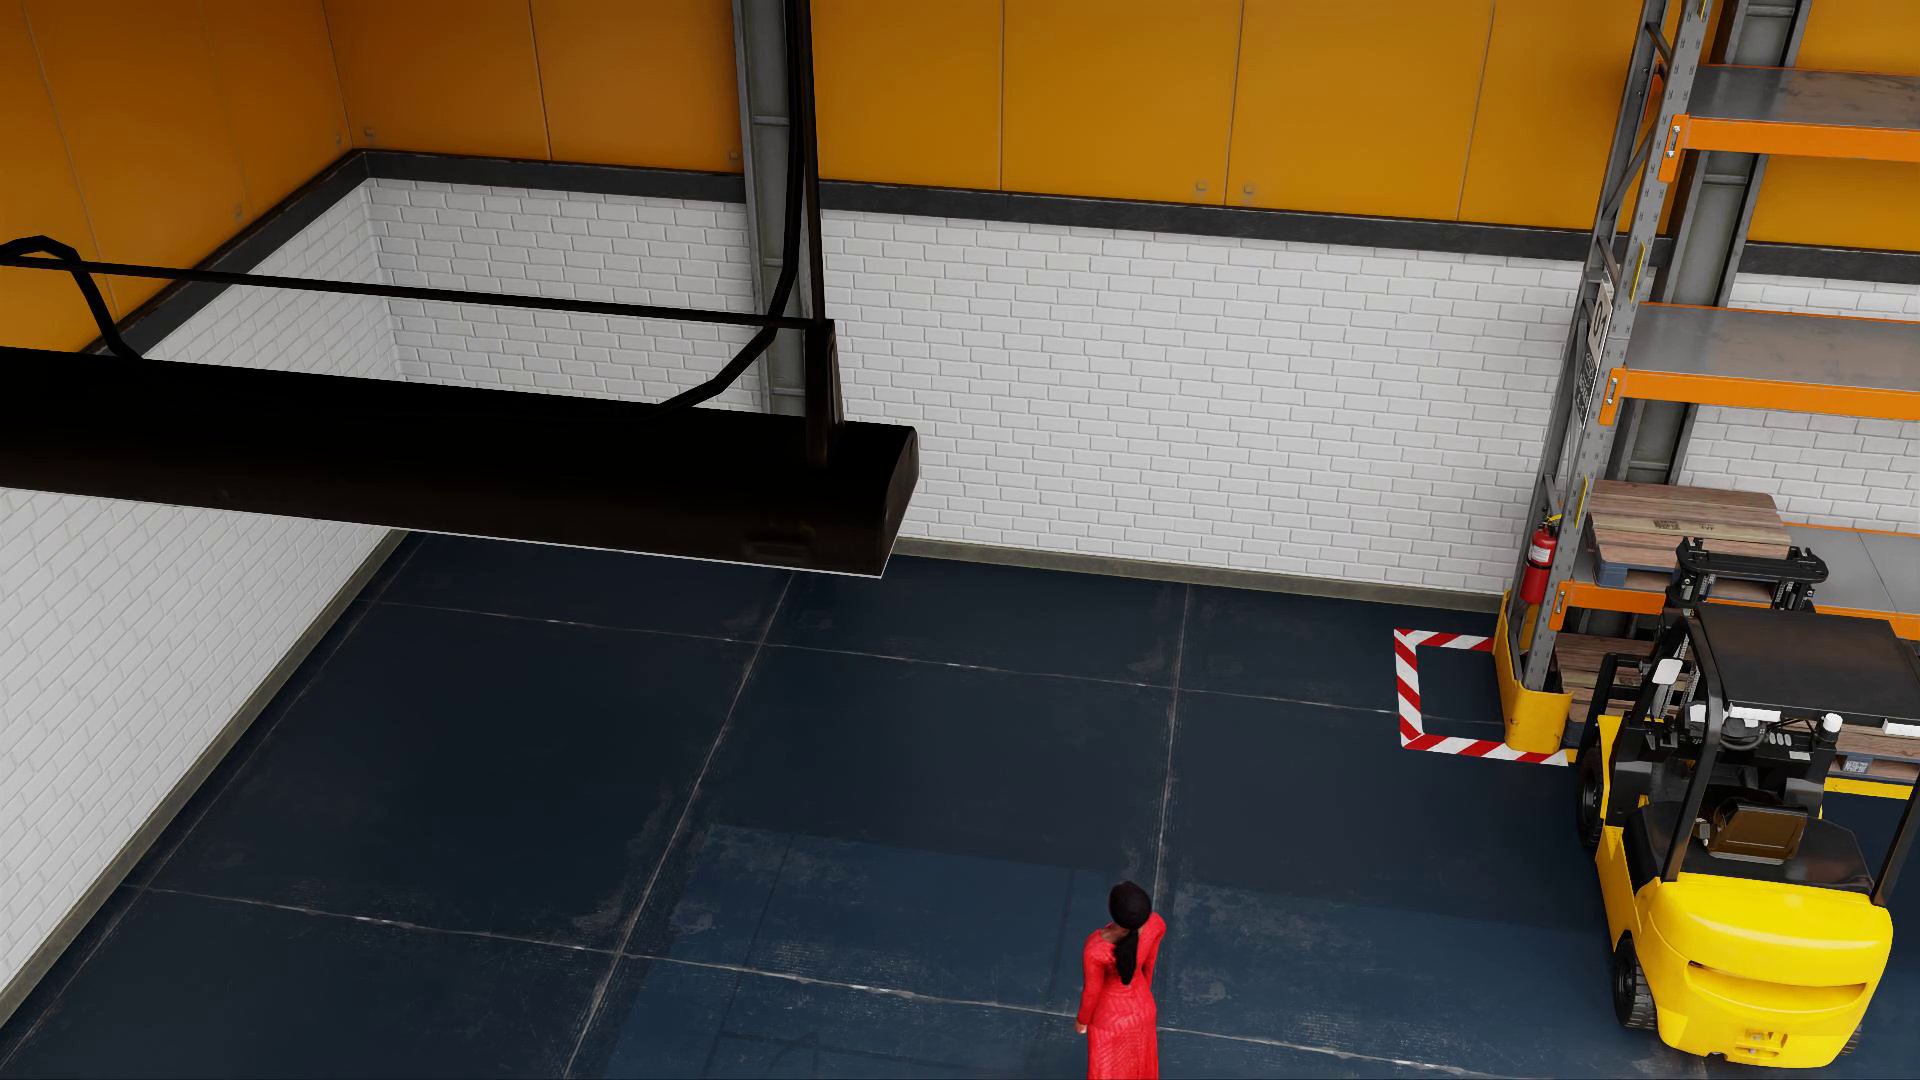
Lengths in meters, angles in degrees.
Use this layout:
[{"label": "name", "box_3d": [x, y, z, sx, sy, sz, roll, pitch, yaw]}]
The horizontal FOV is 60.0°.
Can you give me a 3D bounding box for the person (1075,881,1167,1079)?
[{"label": "person", "box_3d": [0.775, 2.317, 8.090, 0.719, 1.779, 0.780, -21, 39, -28]}]
